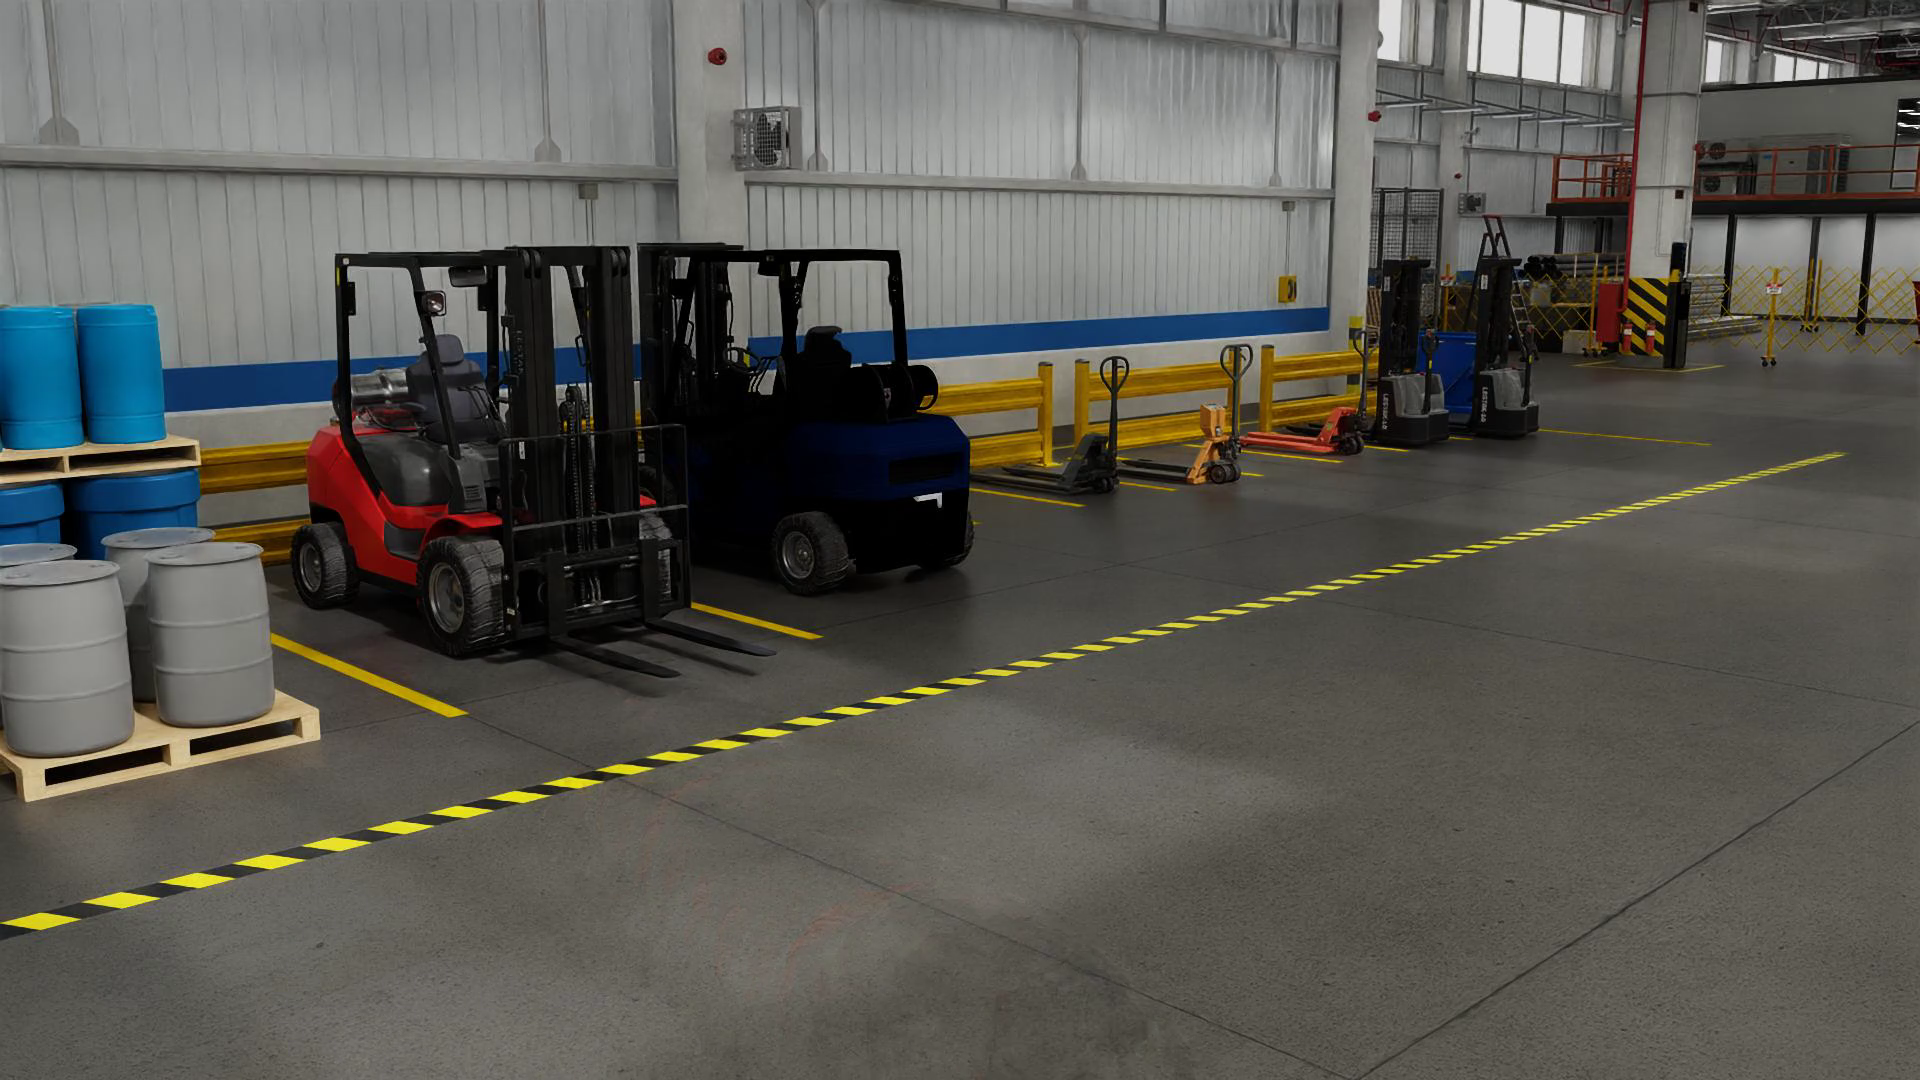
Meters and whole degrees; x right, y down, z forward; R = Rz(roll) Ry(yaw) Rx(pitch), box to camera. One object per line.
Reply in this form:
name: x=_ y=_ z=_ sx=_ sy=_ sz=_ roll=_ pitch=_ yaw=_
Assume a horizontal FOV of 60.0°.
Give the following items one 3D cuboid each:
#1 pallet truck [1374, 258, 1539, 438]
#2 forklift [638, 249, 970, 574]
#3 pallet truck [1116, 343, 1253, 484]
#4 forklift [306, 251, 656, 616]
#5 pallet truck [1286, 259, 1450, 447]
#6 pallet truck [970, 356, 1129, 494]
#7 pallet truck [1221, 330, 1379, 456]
pallet truck: x=5.704 y=-2.208 z=18.901 sx=1.885 sy=1.965 sz=0.823 roll=10 pitch=14 yaw=43
forklift: x=-1.173 y=-0.958 z=11.239 sx=2.680 sy=1.987 sz=1.157 roll=10 pitch=14 yaw=43
pallet truck: x=1.962 y=-1.215 z=15.415 sx=1.522 sy=1.261 sz=0.704 roll=10 pitch=14 yaw=43
forklift: x=-2.833 y=-0.669 z=9.694 sx=1.157 sy=1.987 sz=2.680 roll=-10 pitch=14 yaw=-44
pallet truck: x=4.493 y=-2.078 z=18.196 sx=0.823 sy=1.965 sz=1.885 roll=-9 pitch=14 yaw=-40
pallet truck: x=0.784 y=-1.085 z=14.876 sx=0.680 sy=1.201 sz=1.601 roll=-10 pitch=14 yaw=-44
pallet truck: x=3.563 y=-1.581 z=17.381 sx=0.653 sy=1.274 sz=1.630 roll=-10 pitch=14 yaw=-44
